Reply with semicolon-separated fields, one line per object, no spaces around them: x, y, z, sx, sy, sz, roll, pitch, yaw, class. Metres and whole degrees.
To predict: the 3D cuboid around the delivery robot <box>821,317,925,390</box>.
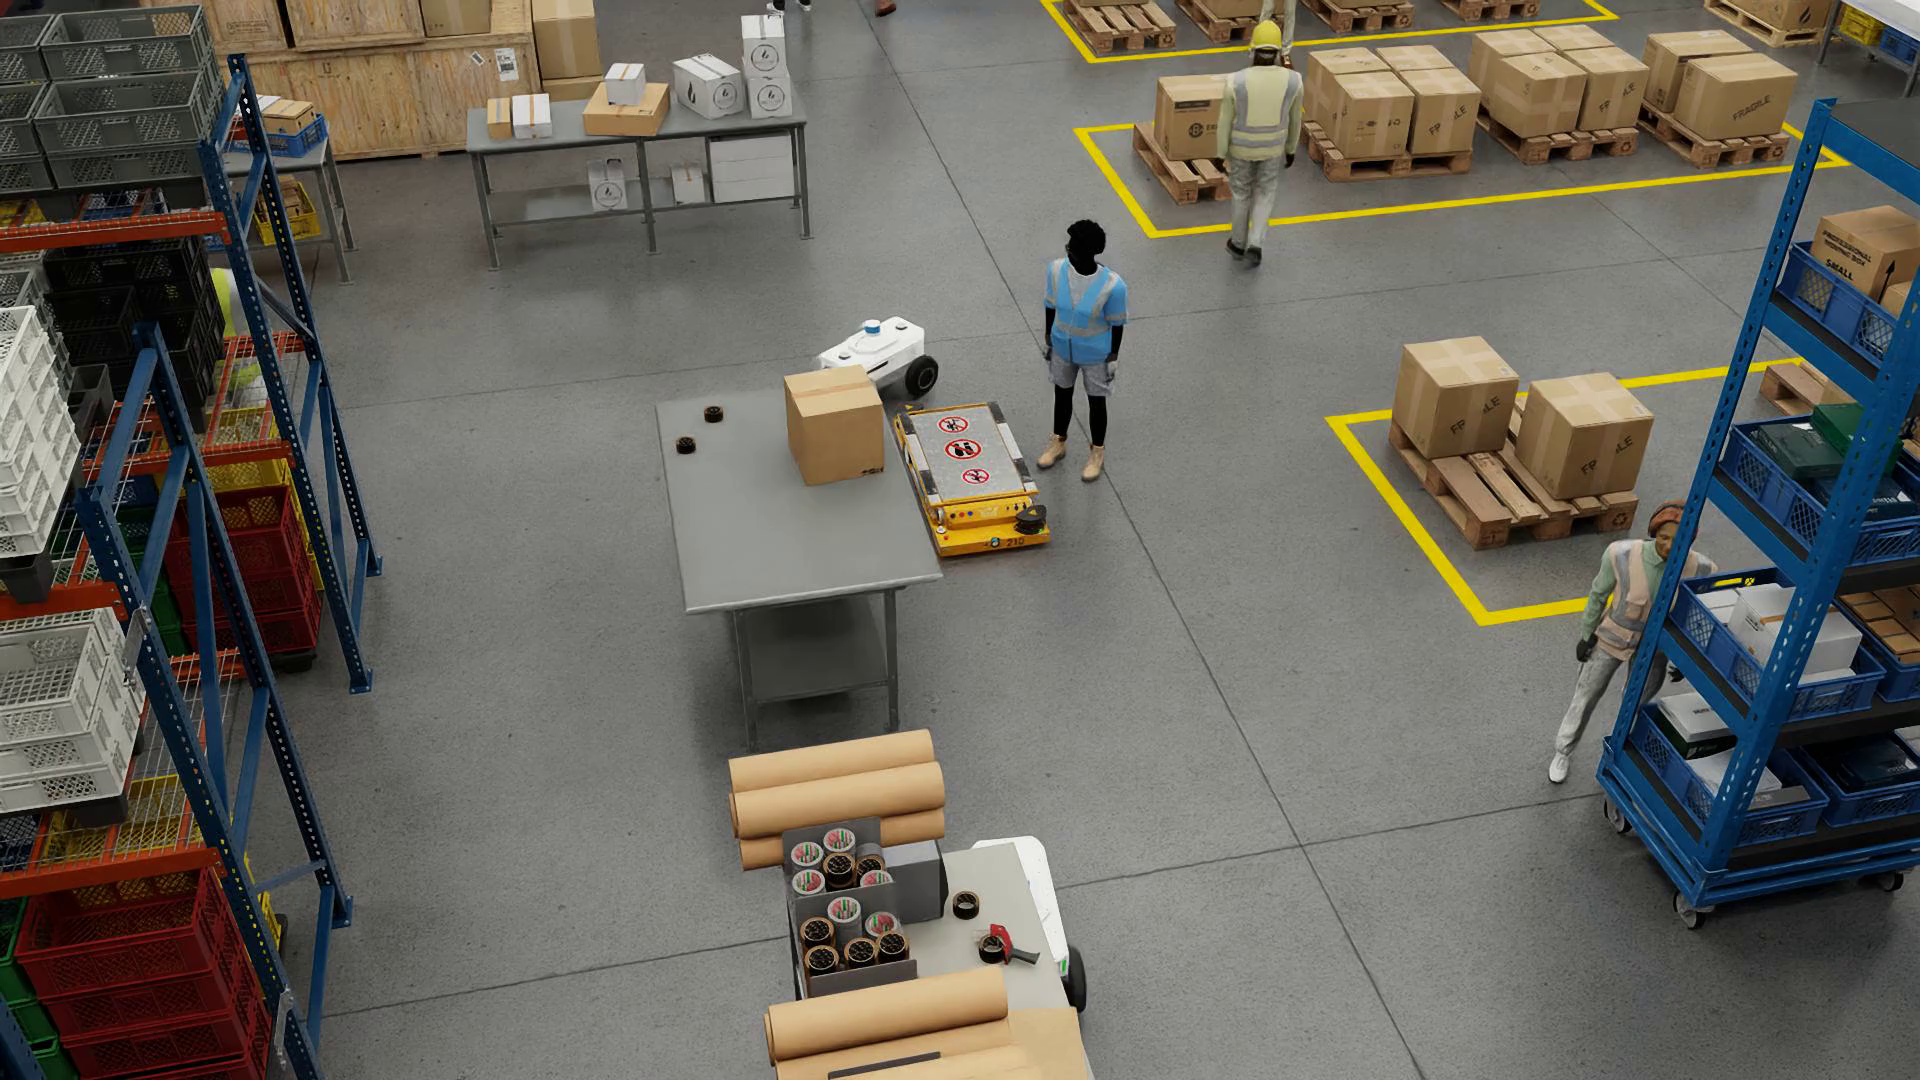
-0.564;-1.202;10.835;0.477;0.478;0.707;29;46;33;delivery robot

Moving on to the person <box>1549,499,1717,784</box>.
3.126;0.496;7.722;0.513;1.642;0.313;10;38;13;person

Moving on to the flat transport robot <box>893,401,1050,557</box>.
0.046;-0.430;10.108;0.652;0.197;1.431;-8;37;-10;flat transport robot

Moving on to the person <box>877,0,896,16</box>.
-0.707;-6.252;16.586;0.682;1.883;0.714;18;40;23;person

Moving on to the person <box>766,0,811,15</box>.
-1.747;-6.210;16.521;0.585;1.909;0.390;-16;40;-21;person

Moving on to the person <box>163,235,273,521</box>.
-4.207;-0.946;9.497;0.634;1.839;0.429;-18;40;-22;person

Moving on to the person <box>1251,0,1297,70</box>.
2.983;-5.238;15.247;0.511;1.865;0.329;4;37;5;person

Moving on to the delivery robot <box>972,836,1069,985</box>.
0.241;1.590;7.082;0.477;0.478;0.707;-5;37;-6;delivery robot

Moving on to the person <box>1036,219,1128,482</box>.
0.723;-1.126;9.854;0.536;1.699;0.322;20;41;25;person

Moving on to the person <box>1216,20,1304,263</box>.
2.157;-2.853;12.078;0.600;1.821;0.496;-2;37;-2;person
